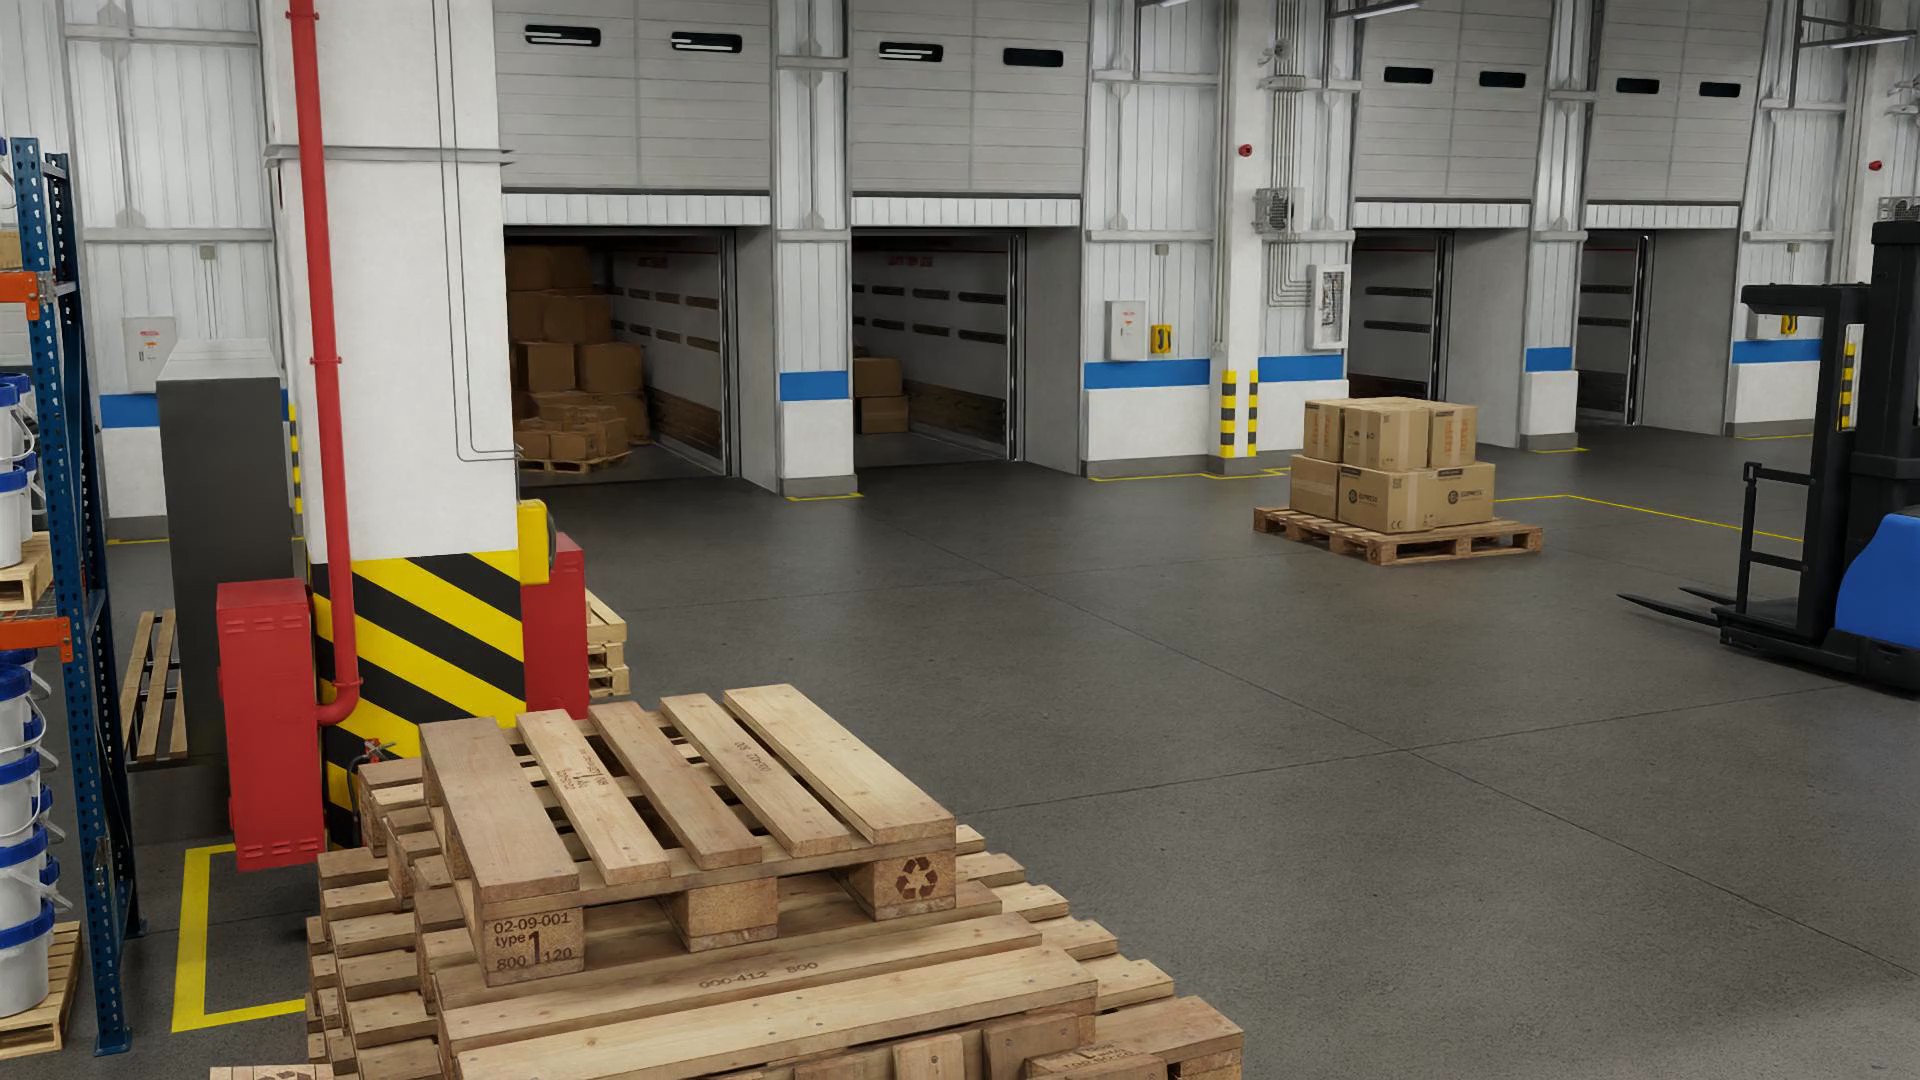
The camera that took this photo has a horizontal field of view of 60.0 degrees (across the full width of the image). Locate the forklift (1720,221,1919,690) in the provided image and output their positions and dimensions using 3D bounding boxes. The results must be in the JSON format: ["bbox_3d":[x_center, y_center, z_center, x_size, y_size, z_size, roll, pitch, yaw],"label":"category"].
[{"bbox_3d":[5.949,-0.550,10.218,1.129,2.768,1.873,-4,11,-23],"label":"forklift"}]
